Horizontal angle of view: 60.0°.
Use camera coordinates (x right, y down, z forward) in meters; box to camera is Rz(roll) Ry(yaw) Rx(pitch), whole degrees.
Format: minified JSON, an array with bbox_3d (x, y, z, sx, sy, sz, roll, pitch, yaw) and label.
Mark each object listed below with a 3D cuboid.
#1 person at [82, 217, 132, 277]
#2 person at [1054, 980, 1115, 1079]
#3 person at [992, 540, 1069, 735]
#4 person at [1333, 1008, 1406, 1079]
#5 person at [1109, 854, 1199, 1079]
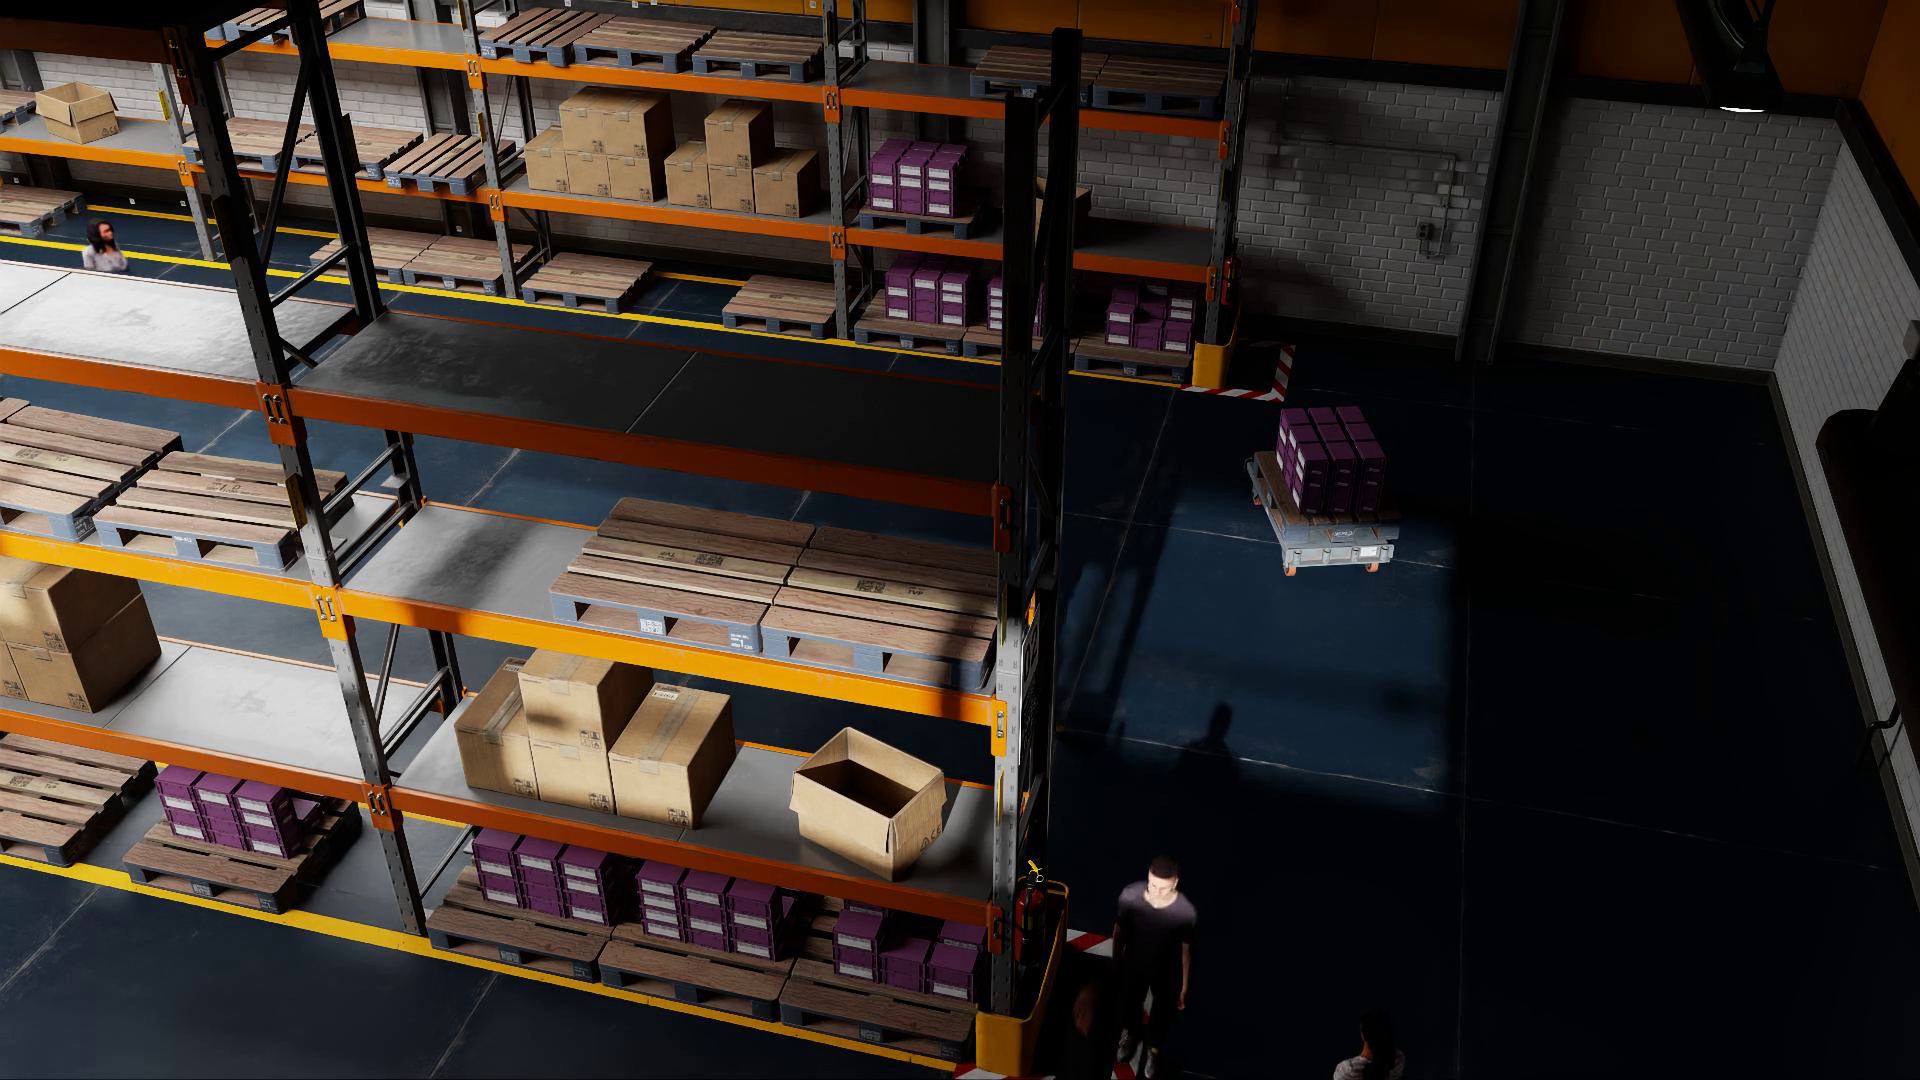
[{"bbox_3d":[-8.931,-2.619,17.425,0.860,1.590,0.696,13,36,18],"label":"person"},{"bbox_3d":[0.549,3.033,8.846,1.010,1.673,0.892,-6,34,-10],"label":"person"},{"bbox_3d":[0.549,0.676,12.403,1.194,1.660,0.727,13,36,19],"label":"person"},{"bbox_3d":[2.119,3.126,8.741,0.722,1.635,0.782,-9,35,-14],"label":"person"},{"bbox_3d":[1.148,2.418,9.700,0.516,1.752,0.698,7,34,11],"label":"person"}]
